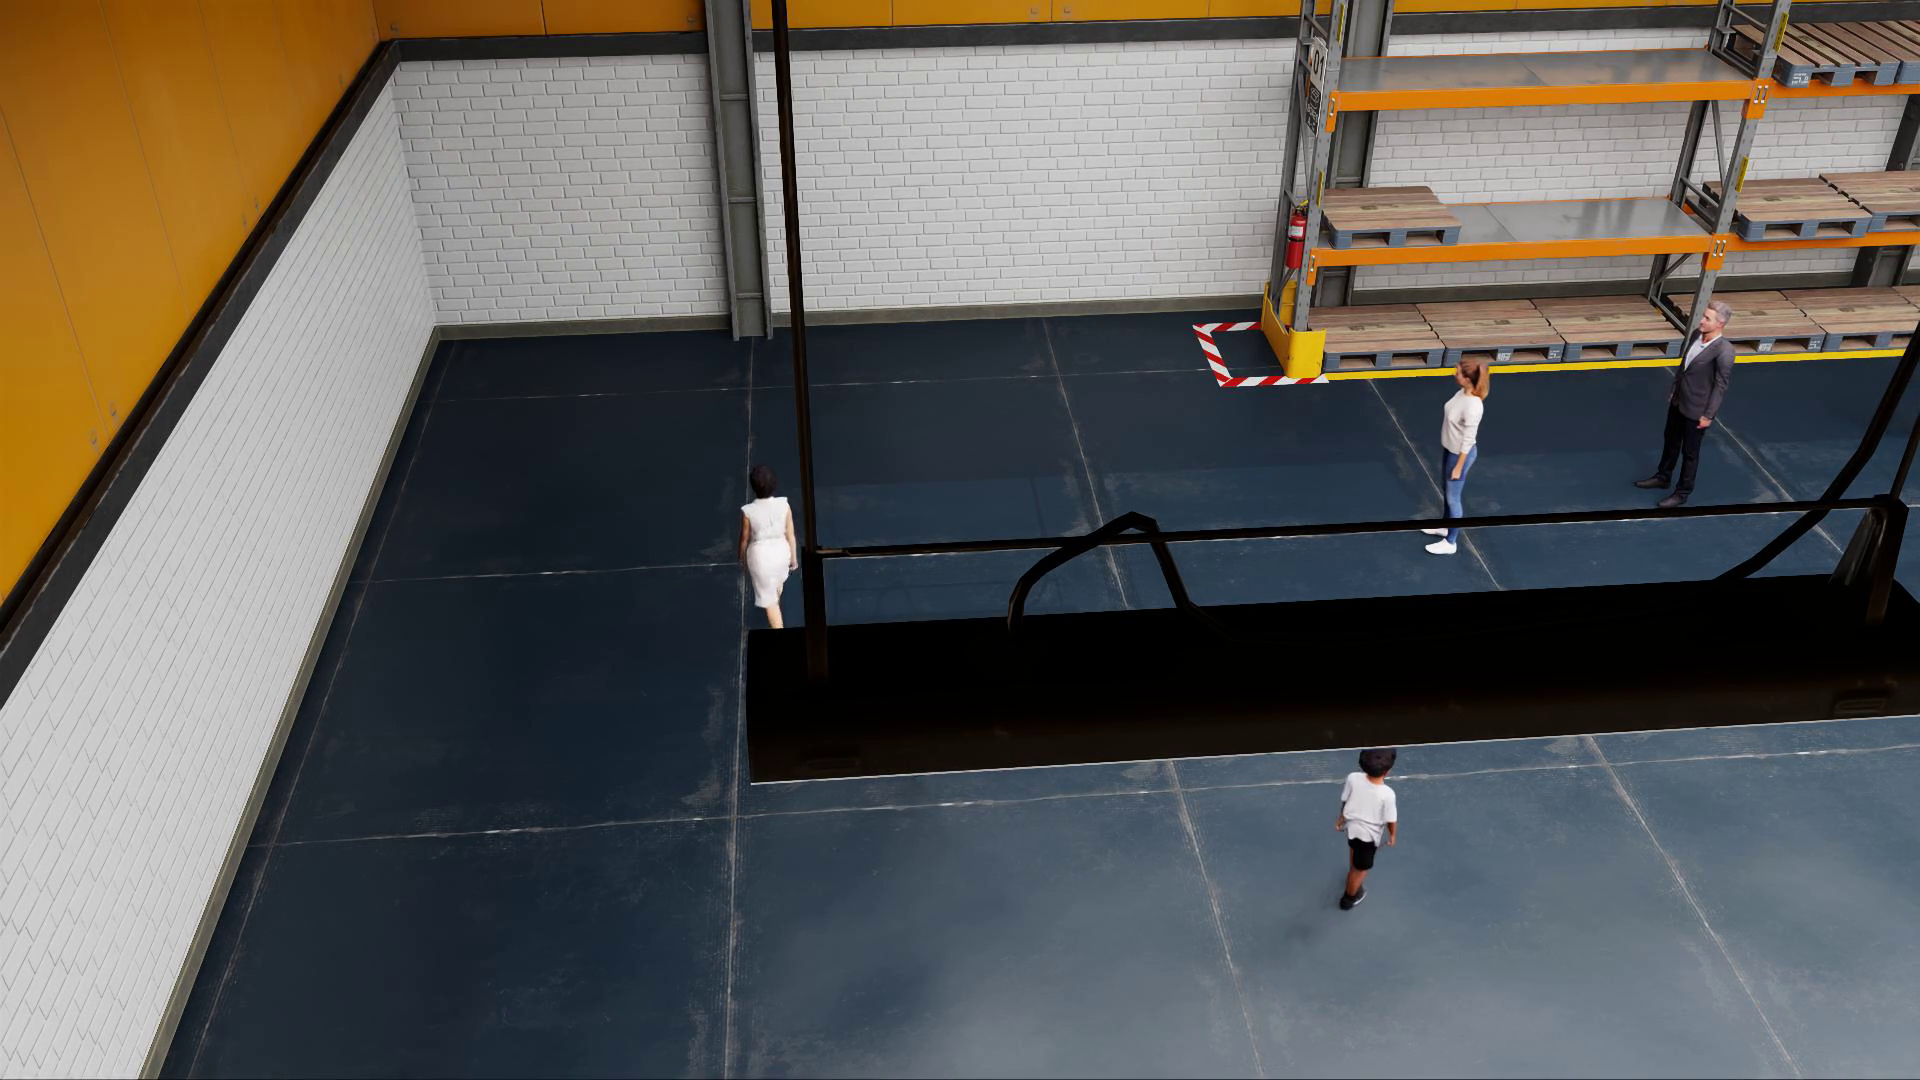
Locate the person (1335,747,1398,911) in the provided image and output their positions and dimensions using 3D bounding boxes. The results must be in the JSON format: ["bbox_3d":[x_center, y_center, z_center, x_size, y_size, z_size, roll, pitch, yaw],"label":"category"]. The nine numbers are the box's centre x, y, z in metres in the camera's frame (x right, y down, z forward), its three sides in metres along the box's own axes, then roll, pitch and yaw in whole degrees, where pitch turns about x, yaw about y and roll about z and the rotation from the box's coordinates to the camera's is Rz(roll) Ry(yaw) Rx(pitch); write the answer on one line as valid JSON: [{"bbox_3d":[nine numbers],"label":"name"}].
[{"bbox_3d":[2.418,1.754,10.069,0.672,1.247,0.735,27,42,34],"label":"person"}]

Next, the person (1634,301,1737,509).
[{"bbox_3d":[6.128,-1.158,13.914,0.631,1.841,0.747,-7,34,-10],"label":"person"}]

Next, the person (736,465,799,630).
[{"bbox_3d":[-1.364,0.199,12.163,0.970,1.519,0.845,-16,37,-23],"label":"person"}]

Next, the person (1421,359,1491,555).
[{"bbox_3d":[3.993,-0.683,13.306,0.596,1.723,0.653,5,34,7],"label":"person"}]
